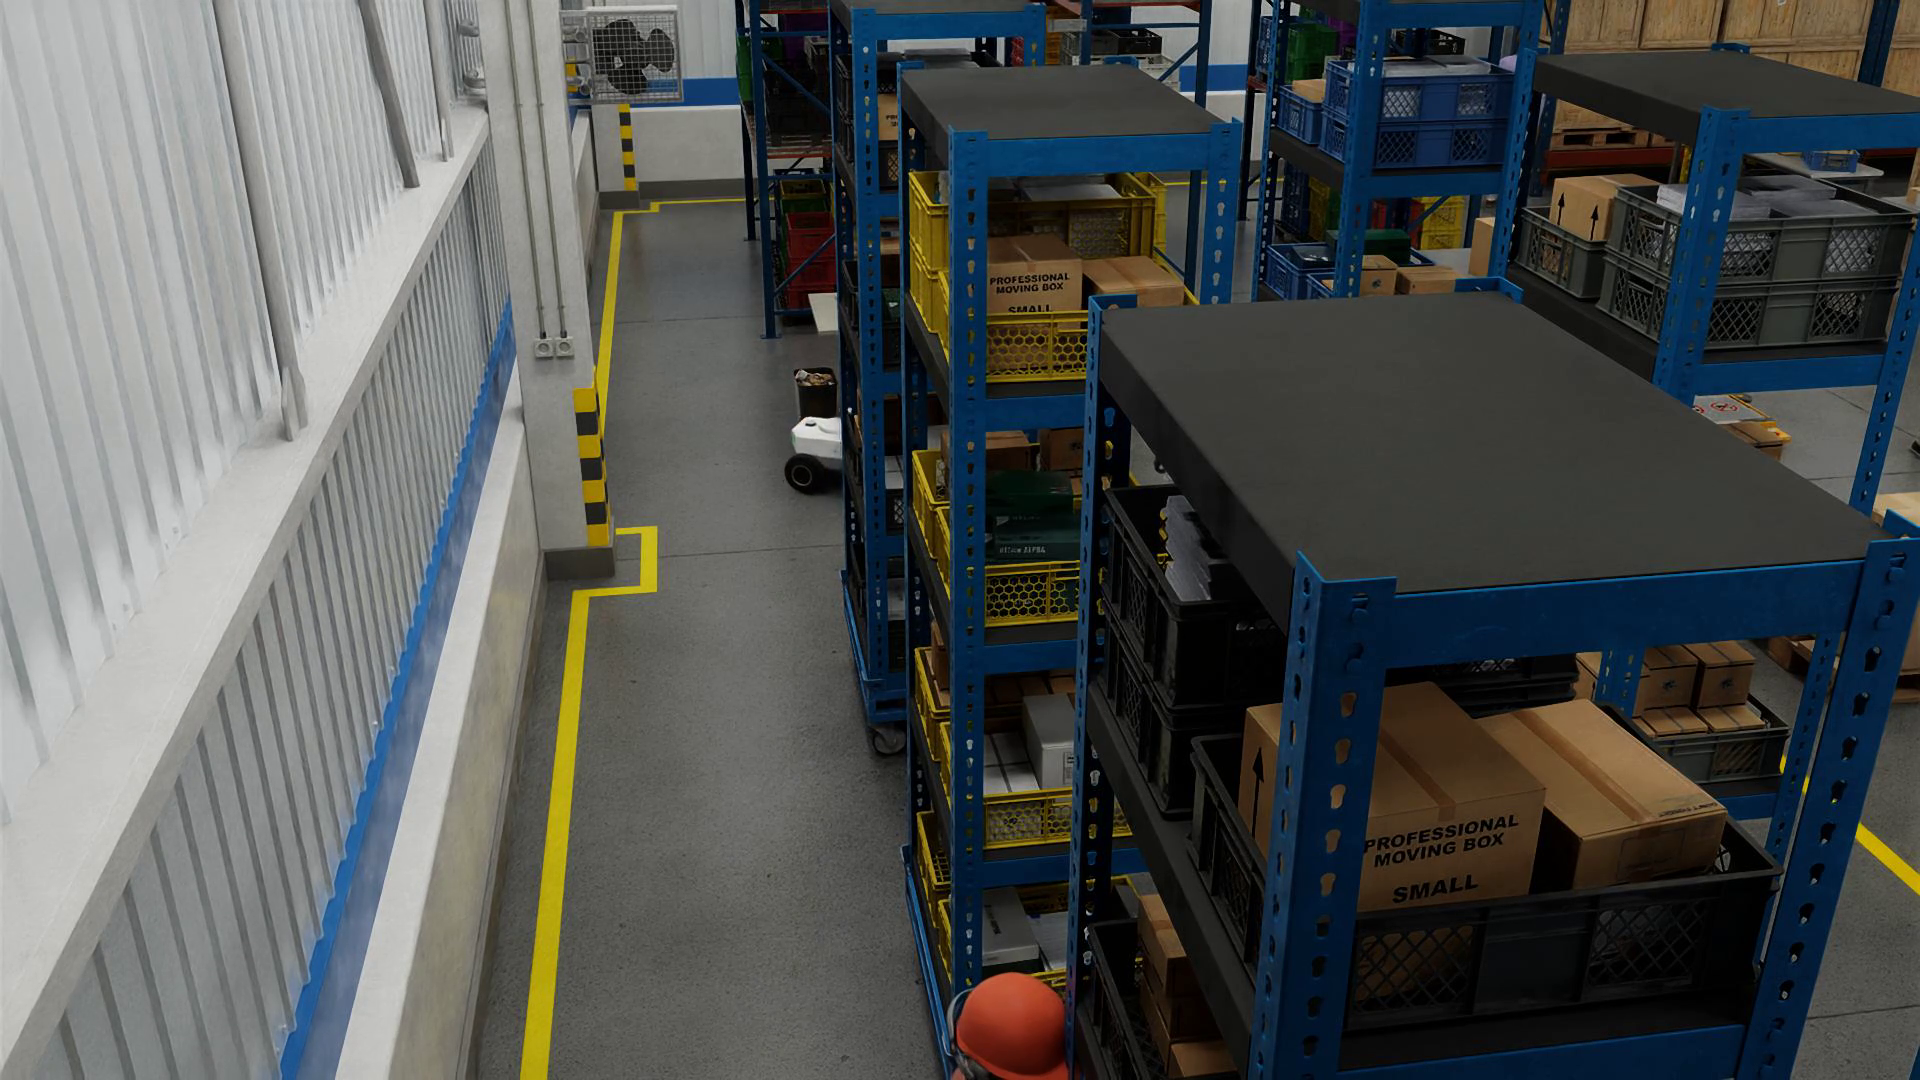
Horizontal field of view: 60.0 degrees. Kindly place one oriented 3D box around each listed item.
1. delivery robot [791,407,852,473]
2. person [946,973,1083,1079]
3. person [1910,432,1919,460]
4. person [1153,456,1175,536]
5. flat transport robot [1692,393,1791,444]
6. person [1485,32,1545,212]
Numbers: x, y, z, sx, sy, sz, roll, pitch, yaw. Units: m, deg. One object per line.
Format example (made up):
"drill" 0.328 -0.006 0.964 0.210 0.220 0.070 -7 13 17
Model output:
"delivery robot" -0.765 -0.660 11.256 0.707 0.478 0.477 8 26 16
"person" 0.087 1.893 4.112 0.392 1.988 0.608 5 25 11
"person" 7.020 -1.405 11.477 0.595 1.823 0.403 10 27 21
"person" 1.375 -0.466 9.652 0.523 1.638 0.310 5 25 11
"flat transport robot" 5.224 -0.859 12.132 1.431 0.197 0.652 -4 25 -8
"person" 6.089 -4.609 18.308 0.629 1.937 0.377 19 31 35
